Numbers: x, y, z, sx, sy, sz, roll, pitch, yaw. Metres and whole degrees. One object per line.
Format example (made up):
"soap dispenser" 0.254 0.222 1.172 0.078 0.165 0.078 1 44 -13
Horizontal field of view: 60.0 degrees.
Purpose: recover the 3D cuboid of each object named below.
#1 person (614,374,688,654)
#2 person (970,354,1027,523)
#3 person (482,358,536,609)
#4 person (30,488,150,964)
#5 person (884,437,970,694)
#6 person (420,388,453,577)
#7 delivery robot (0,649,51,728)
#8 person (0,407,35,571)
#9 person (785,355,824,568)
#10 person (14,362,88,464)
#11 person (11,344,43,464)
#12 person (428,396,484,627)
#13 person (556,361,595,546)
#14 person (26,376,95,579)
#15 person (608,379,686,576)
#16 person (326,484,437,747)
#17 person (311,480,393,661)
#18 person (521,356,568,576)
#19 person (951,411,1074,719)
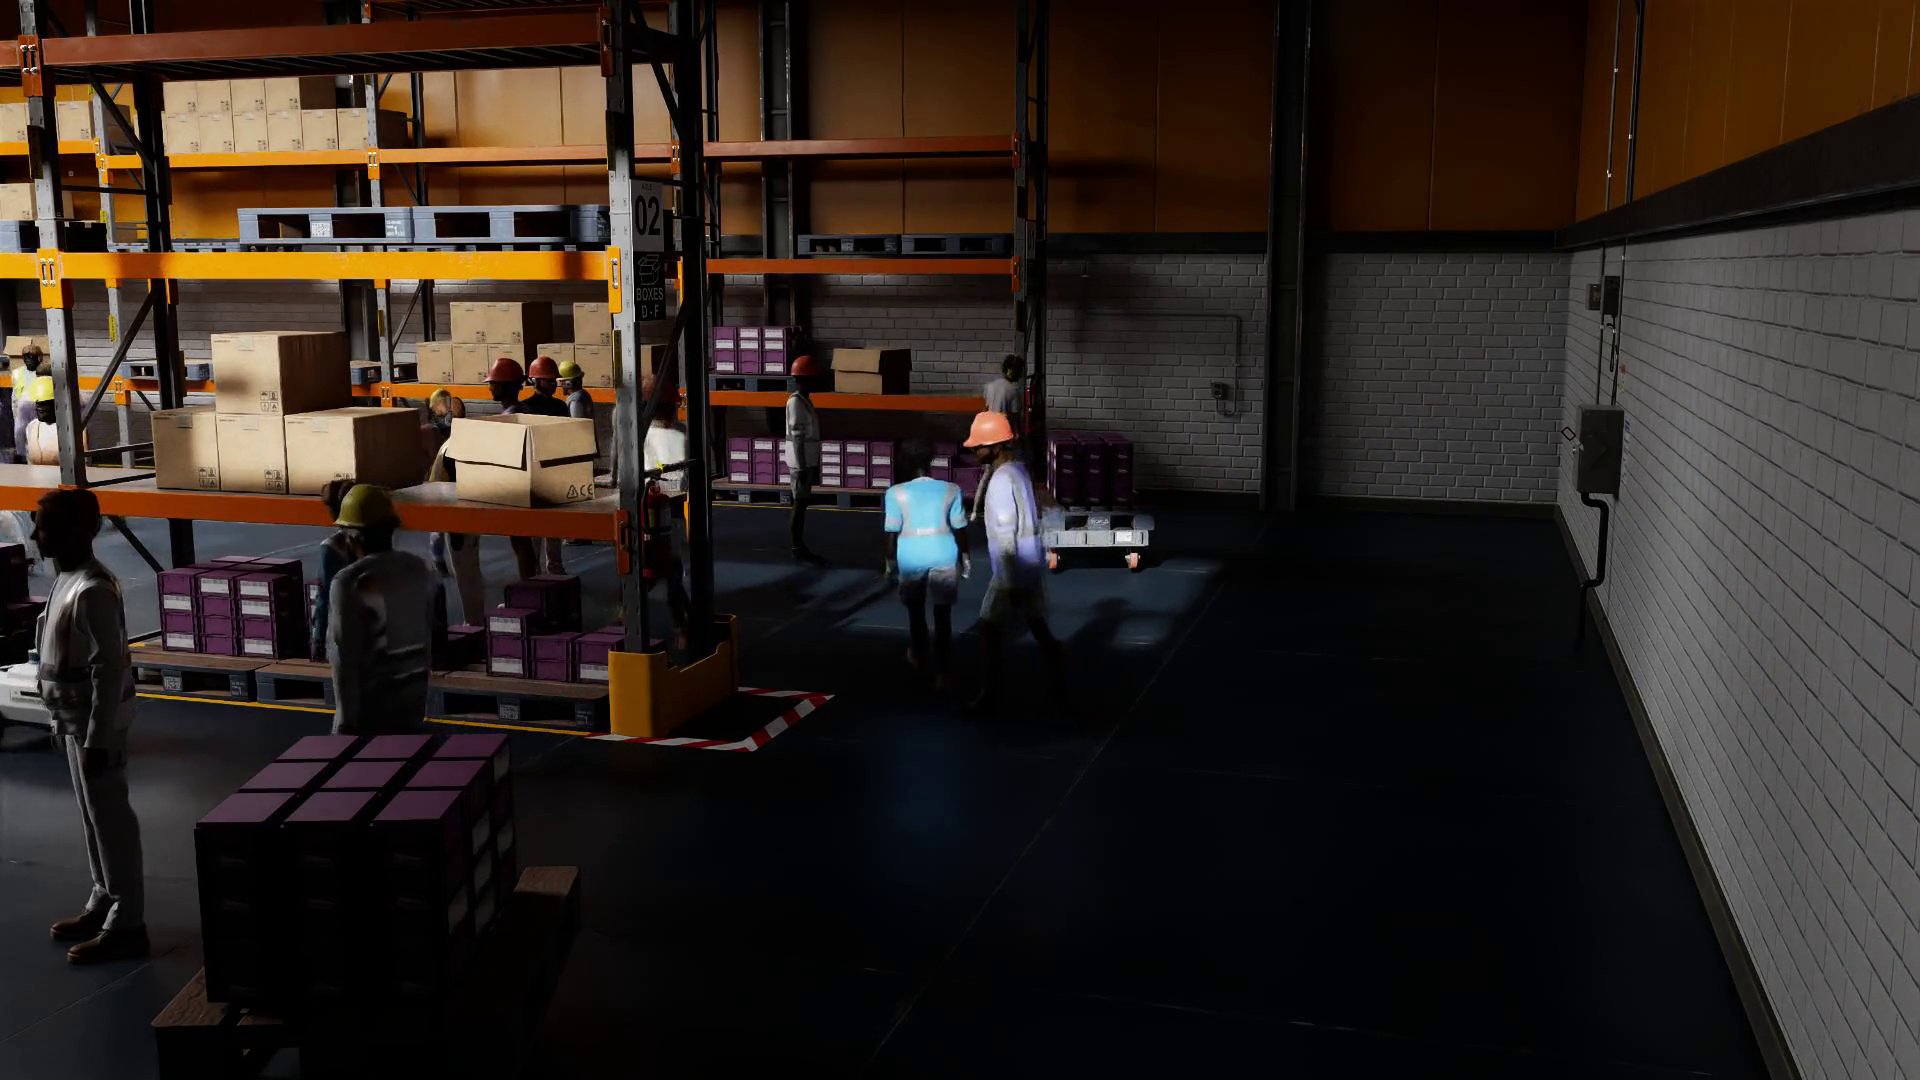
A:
"person" -2.176 -0.202 11.927 1.023 2.003 0.616 6 11 32
"person" 0.414 -1.065 17.714 0.393 1.825 0.673 -9 13 -44
"person" -3.477 -0.387 12.911 0.378 2.045 0.605 -2 9 -10
"person" -3.469 0.727 6.615 0.356 1.883 0.572 -7 12 -37
"person" -0.210 0.147 10.875 0.581 1.632 0.889 -1 9 -6
"person" -4.466 -0.473 14.407 0.531 1.726 0.804 -4 10 -22
"delivery robot" -5.262 0.864 9.530 0.707 0.478 0.477 3 10 20
"person" -8.733 -0.615 14.814 1.028 1.896 0.617 4 10 24
"person" -1.416 -0.717 15.240 0.362 1.939 0.543 0 9 1
"person" -9.158 -0.883 16.712 0.955 1.791 0.622 7 11 35
"person" -10.933 -1.397 19.726 0.623 1.837 0.428 1 9 3
"person" -3.603 -0.120 11.949 0.430 1.835 0.622 -3 10 -15
"person" -3.795 -0.852 16.421 0.403 1.823 0.586 -1 9 -7
"person" -6.943 -0.309 12.824 0.589 1.919 0.400 3 10 20
"person" -2.764 -0.576 14.536 0.438 1.893 0.668 7 12 37
"person" -2.501 0.664 7.179 0.426 1.818 0.610 4 10 25
"person" -3.289 0.478 8.916 0.656 1.609 0.551 3 10 16
"person" -3.495 -0.552 14.069 0.381 1.994 0.619 5 10 26
"person" 0.354 0.168 10.045 0.724 1.897 0.579 3 10 18
